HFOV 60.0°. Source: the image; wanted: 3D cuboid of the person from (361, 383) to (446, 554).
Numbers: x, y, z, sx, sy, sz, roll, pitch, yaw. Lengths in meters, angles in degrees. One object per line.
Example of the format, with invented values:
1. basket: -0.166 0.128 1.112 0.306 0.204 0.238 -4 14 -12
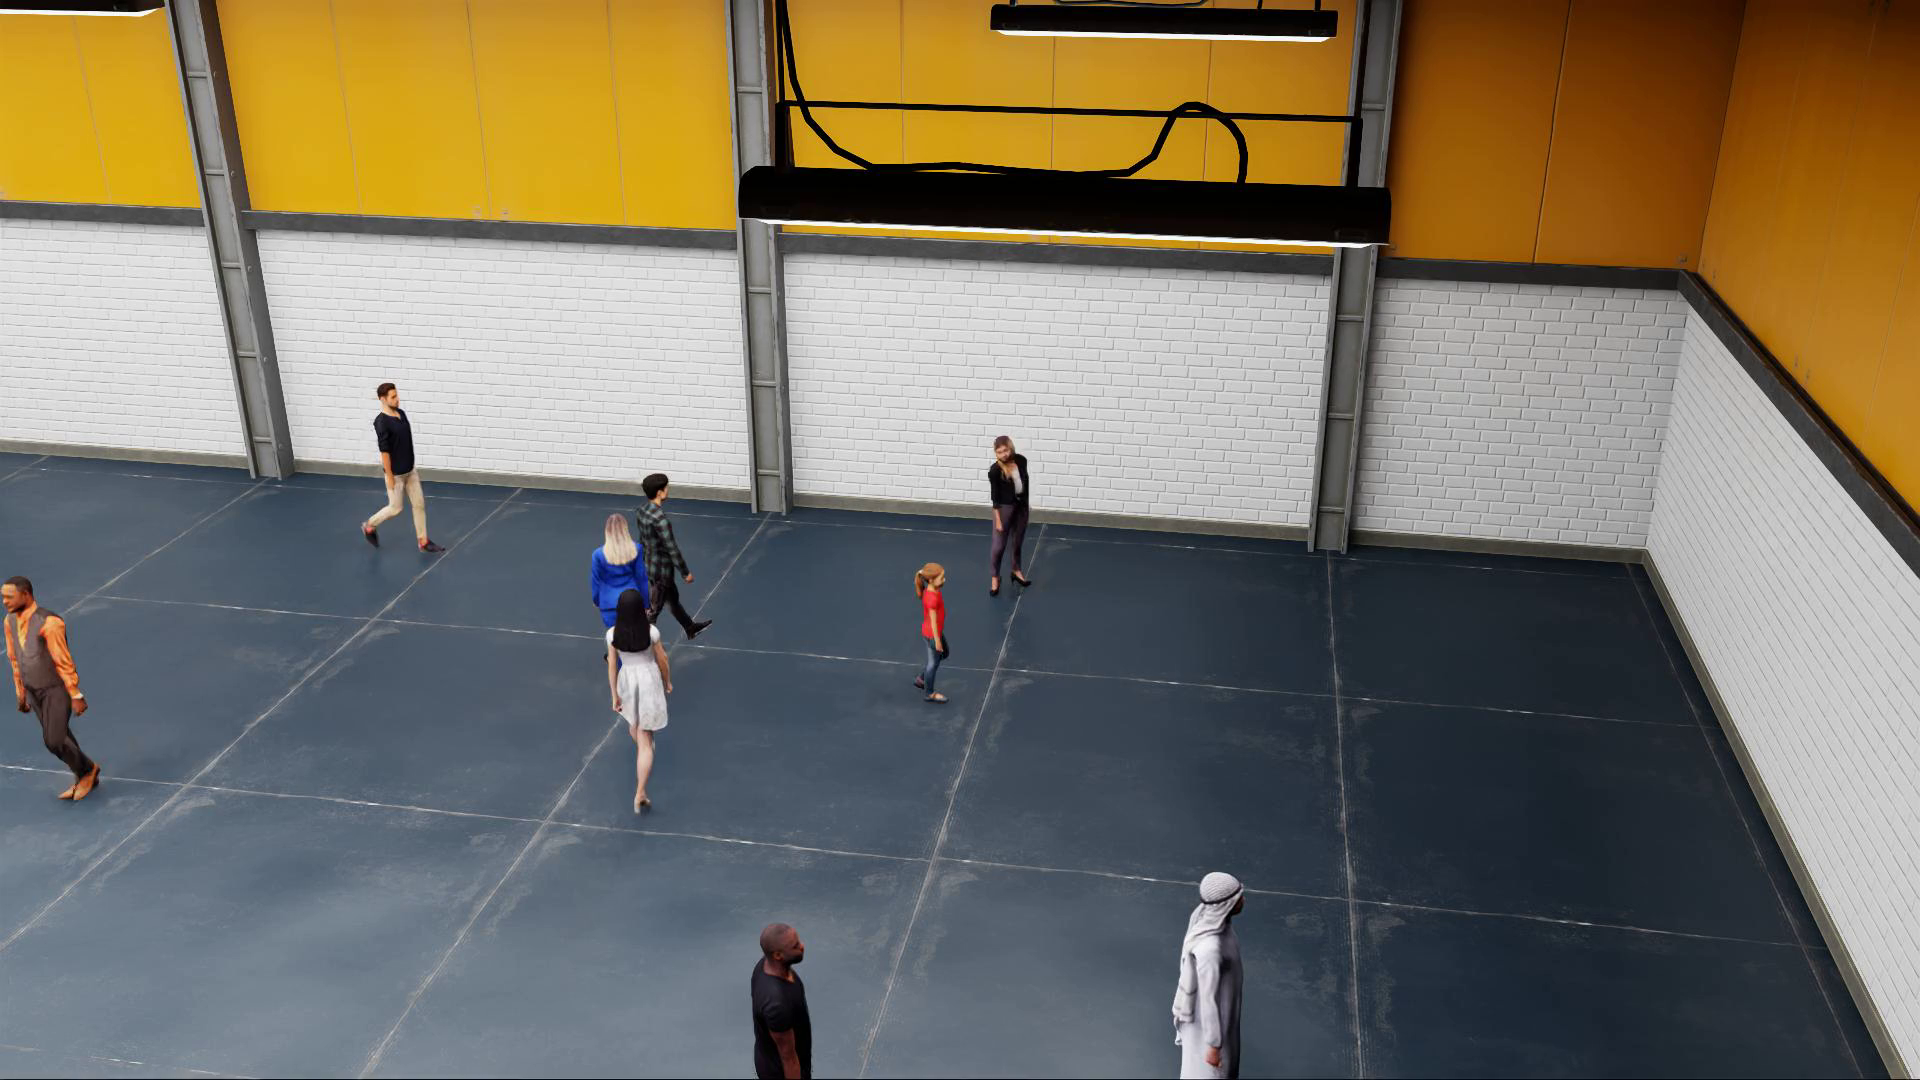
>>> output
1. person: -5.773 -0.708 16.895 1.095 1.834 0.683 5 24 12

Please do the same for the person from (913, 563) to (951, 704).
1. person: -0.291 0.790 14.140 0.573 1.297 0.529 0 24 1

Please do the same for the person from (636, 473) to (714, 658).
1. person: -2.695 0.250 14.532 1.145 1.685 1.063 -12 26 -25

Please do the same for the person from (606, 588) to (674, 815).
1. person: -2.423 1.235 12.568 1.070 1.740 0.772 1 24 2

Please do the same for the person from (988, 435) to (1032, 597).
1. person: 0.517 -0.272 16.131 0.773 1.647 0.719 18 29 35

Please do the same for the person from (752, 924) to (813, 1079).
1. person: -0.964 2.816 8.836 0.891 1.833 0.796 -3 24 -7

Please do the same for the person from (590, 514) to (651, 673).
1. person: -2.823 0.634 14.046 1.080 1.658 1.125 -15 28 -30

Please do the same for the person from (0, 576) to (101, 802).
1. person: -6.848 1.099 12.686 0.705 1.894 0.857 10 25 21

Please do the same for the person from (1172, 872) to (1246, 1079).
1. person: 1.370 2.643 9.114 0.614 1.926 0.681 4 24 8
